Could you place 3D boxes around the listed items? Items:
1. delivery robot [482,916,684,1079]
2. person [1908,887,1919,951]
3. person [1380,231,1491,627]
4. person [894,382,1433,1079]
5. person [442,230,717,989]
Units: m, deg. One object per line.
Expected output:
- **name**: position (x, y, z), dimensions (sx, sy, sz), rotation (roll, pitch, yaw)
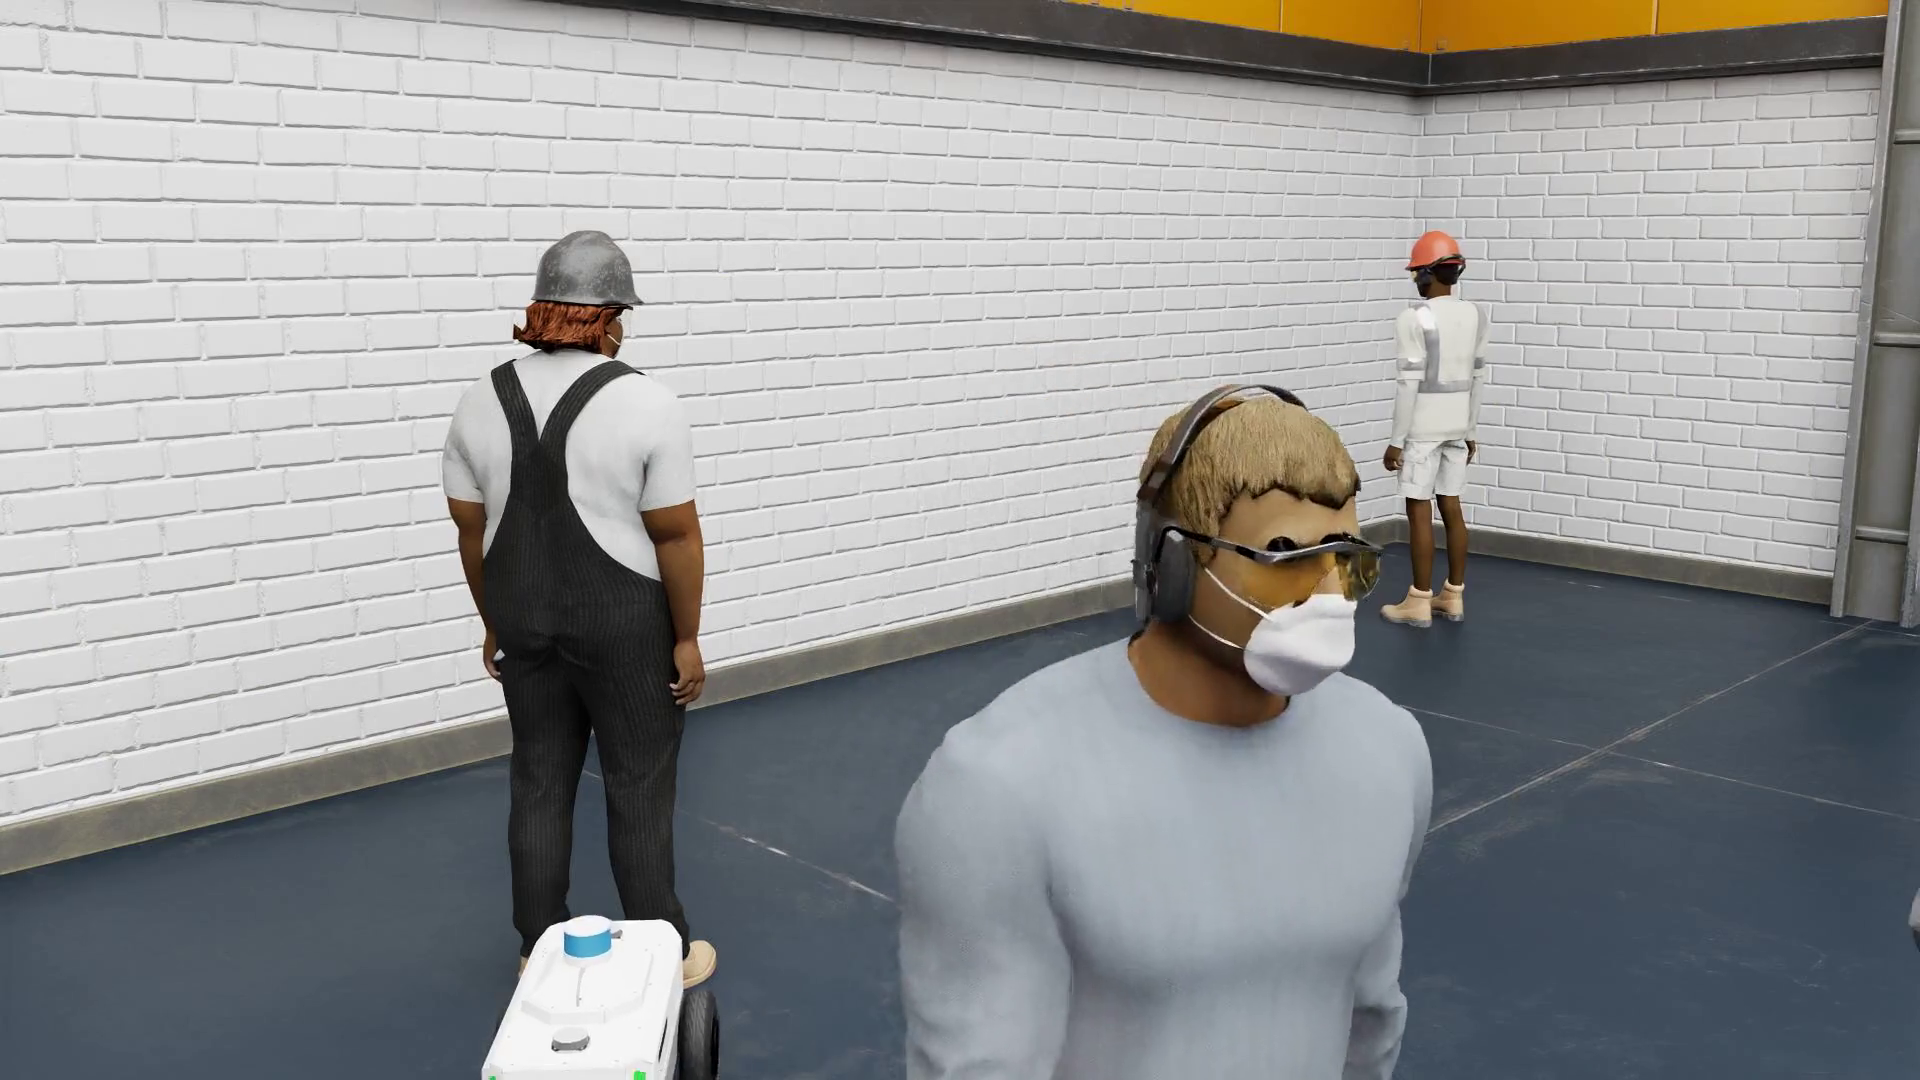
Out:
- **delivery robot**: position (-0.795, 1.056, 3.586), dimensions (0.477, 0.478, 0.707), rotation (-1, 10, -4)
- **person**: position (1.950, 0.572, 2.917), dimensions (0.552, 1.856, 0.493), rotation (0, 10, -1)
- **person**: position (2.440, -0.571, 8.656), dimensions (0.615, 2.039, 0.391), rotation (-6, 12, -31)
- **person**: position (0.199, 0.768, 1.787), dimensions (0.643, 1.897, 1.018), rotation (-5, 11, -24)
- **person**: position (-0.964, 0.203, 4.435), dimensions (0.686, 2.000, 0.535), rotation (3, 11, 17)
